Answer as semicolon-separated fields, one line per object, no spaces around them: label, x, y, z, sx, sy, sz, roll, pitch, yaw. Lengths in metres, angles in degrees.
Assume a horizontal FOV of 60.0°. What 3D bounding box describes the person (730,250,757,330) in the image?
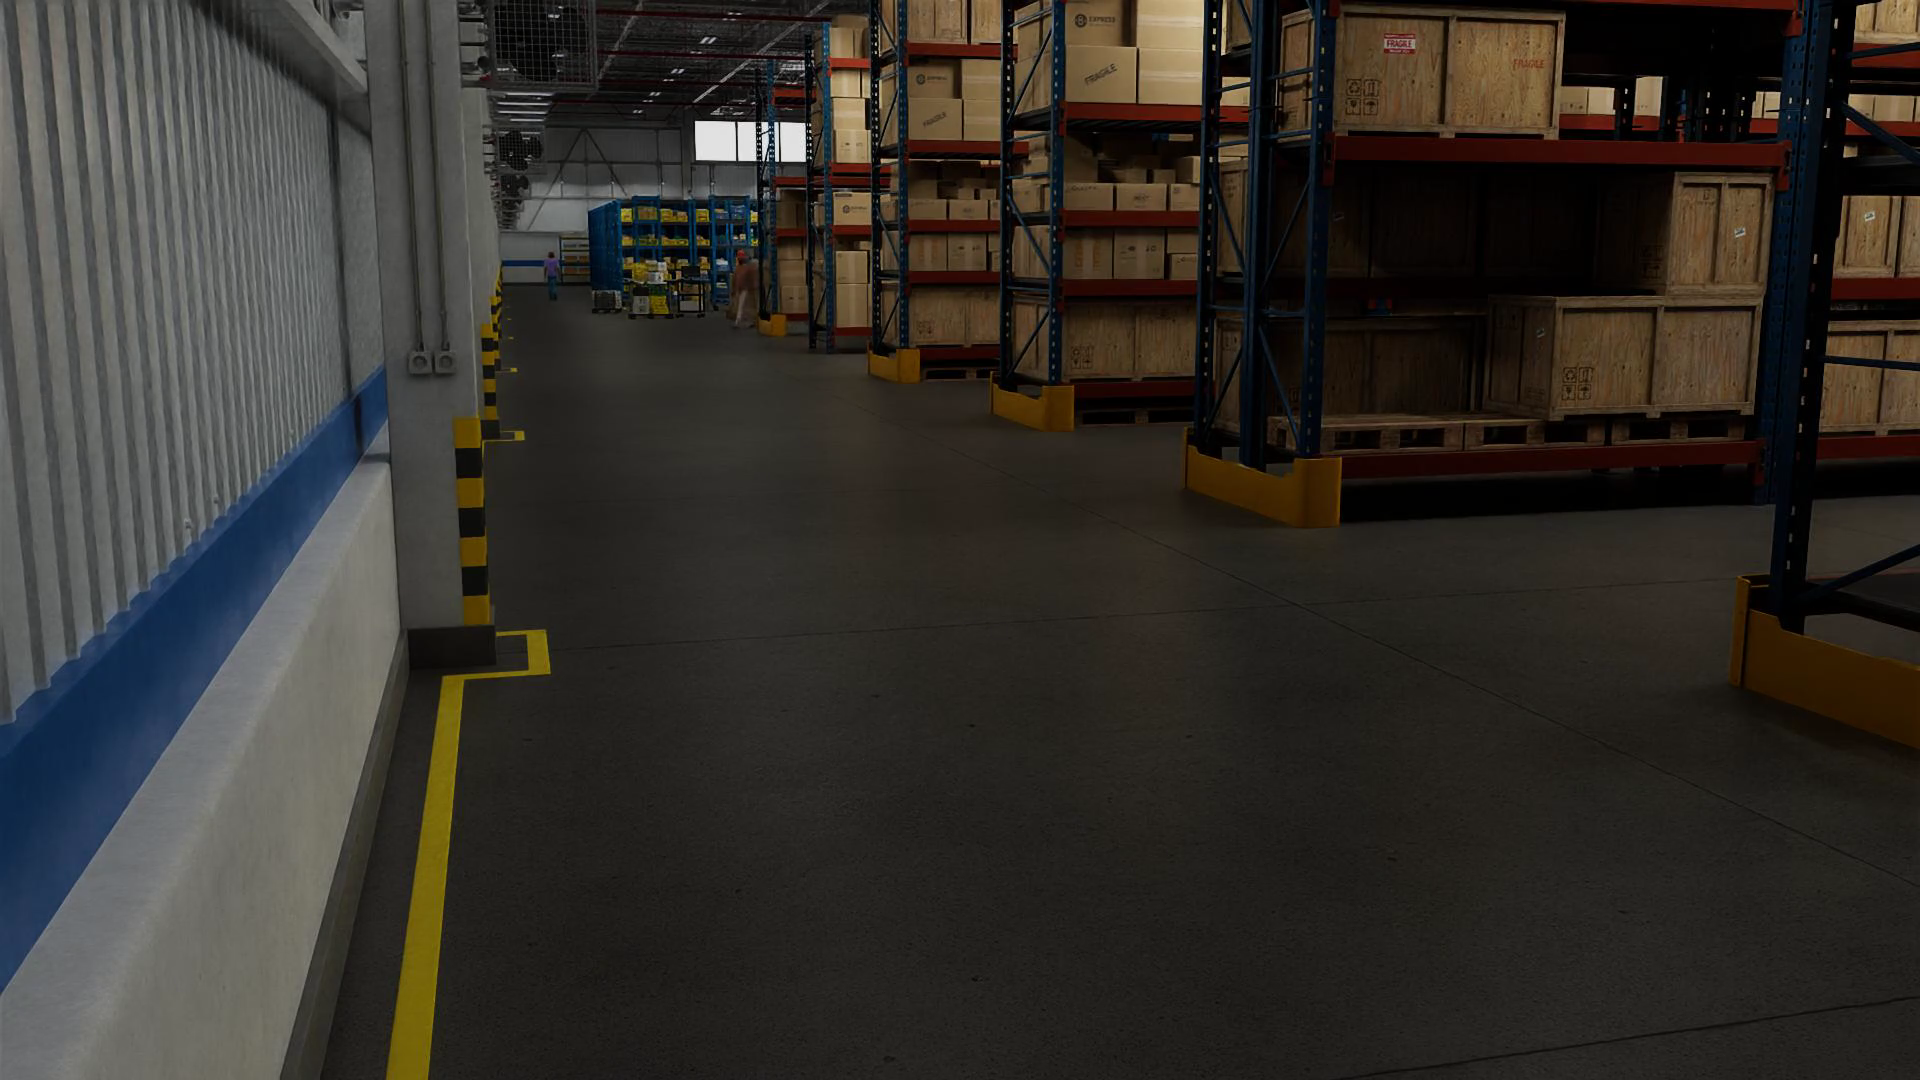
person;-5.274;-6.084;40.526;0.638;1.938;1.065;6;12;31

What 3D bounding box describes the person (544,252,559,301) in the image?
person;-15.286;-9.875;62.279;0.585;1.826;0.617;-2;10;-11
